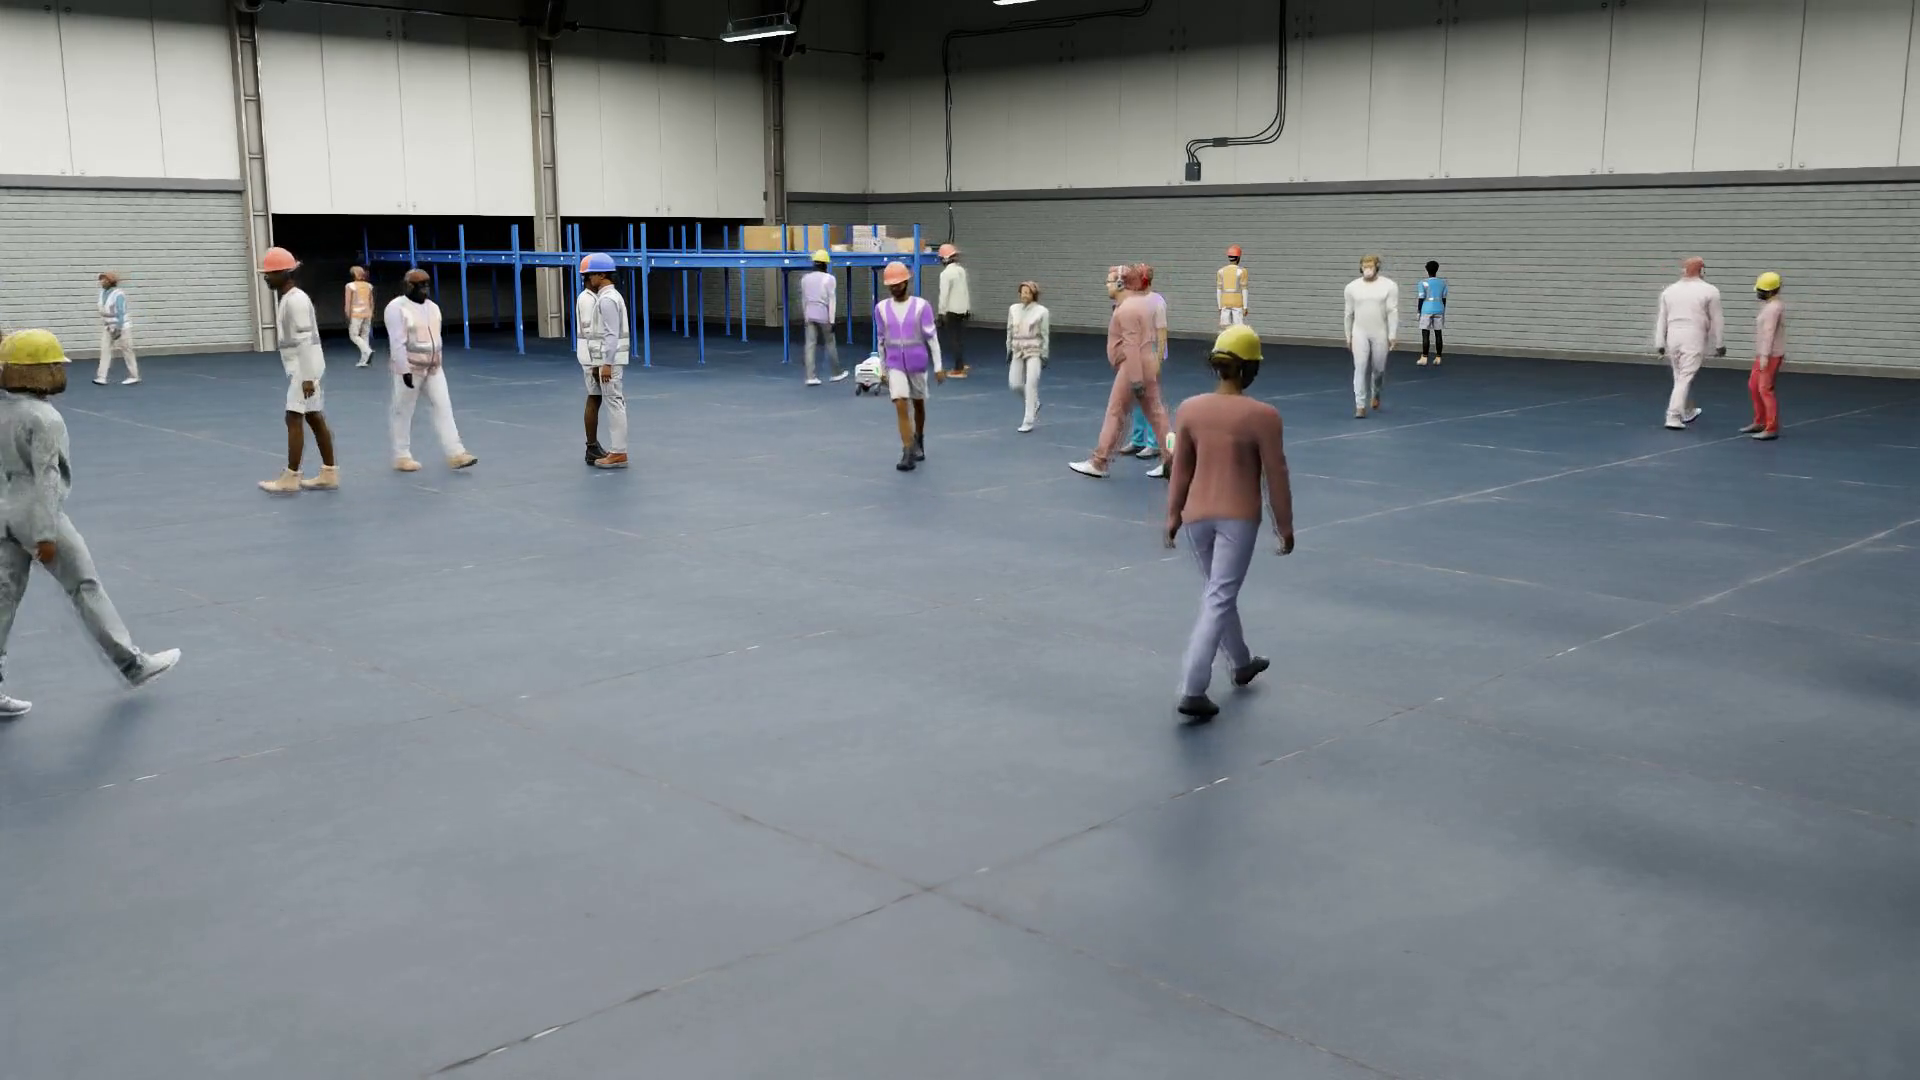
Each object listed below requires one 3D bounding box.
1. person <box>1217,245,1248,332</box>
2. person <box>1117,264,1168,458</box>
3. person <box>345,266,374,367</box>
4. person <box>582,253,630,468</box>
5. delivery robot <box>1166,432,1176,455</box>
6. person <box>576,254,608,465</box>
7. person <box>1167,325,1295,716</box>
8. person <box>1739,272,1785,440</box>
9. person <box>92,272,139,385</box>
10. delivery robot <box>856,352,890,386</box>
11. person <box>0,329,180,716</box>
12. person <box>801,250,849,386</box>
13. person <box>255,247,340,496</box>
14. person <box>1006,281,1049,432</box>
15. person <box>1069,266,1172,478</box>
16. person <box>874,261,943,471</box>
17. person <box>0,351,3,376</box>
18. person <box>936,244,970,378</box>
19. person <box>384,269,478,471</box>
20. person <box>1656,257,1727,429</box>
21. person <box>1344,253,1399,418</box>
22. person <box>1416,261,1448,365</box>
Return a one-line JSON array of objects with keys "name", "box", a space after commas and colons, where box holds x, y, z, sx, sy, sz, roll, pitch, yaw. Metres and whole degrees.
[{"name": "person", "box": [4.538, -3.911, 27.638, 0.545, 1.938, 0.360, 7, 12, 32]}, {"name": "person", "box": [1.776, -1.715, 15.916, 0.373, 1.840, 0.571, -5, 12, -26]}, {"name": "person", "box": [-9.578, -3.576, 26.665, 0.531, 1.630, 0.516, 7, 13, 34]}, {"name": "person", "box": [-3.234, -1.649, 15.273, 0.400, 1.945, 0.614, -2, 11, -9]}, {"name": "delivery robot", "box": [2.139, -0.808, 14.346, 0.707, 0.478, 0.477, 2, 11, 9]}, {"name": "person", "box": [-3.380, -1.681, 15.477, 0.354, 1.939, 0.544, -2, 11, -12]}, {"name": "person", "box": [1.218, -0.102, 7.475, 0.552, 1.715, 0.936, 9, 14, 40]}, {"name": "person", "box": [8.367, -1.909, 17.261, 0.398, 1.730, 0.603, 4, 11, 19]}, {"name": "person", "box": [-11.937, -2.966, 23.405, 0.532, 1.588, 0.801, 4, 11, 20]}, {"name": "delivery robot", "box": [-1.146, -2.282, 22.388, 0.477, 0.478, 0.707, 3, 11, 16]}, {"name": "person", "box": [-4.055, -0.088, 7.443, 0.505, 1.692, 0.924, 6, 12, 32]}, {"name": "person", "box": [-1.935, -3.166, 23.692, 0.616, 1.884, 0.926, 6, 12, 28]}, {"name": "person", "box": [-5.512, -1.375, 13.664, 0.744, 2.012, 0.640, -5, 12, -26]}, {"name": "person", "box": [0.761, -2.000, 18.050, 0.537, 1.622, 0.482, 7, 13, 35]}, {"name": "person", "box": [1.494, -1.462, 14.548, 0.972, 1.846, 0.655, 4, 11, 19]}, {"name": "person", "box": [-0.462, -1.630, 15.375, 0.627, 1.885, 0.975, 2, 11, 9]}, {"name": "person", "box": [-9.628, -1.772, 16.262, 0.660, 1.847, 0.317, -10, 14, -44]}, {"name": "person", "box": [-0.107, -3.417, 24.829, 0.534, 1.969, 0.651, 6, 12, 29]}, {"name": "person", "box": [-4.777, -1.506, 14.897, 0.914, 1.803, 0.632, 6, 12, 31]}, {"name": "person", "box": [8.080, -2.165, 18.324, 0.966, 1.858, 0.657, -7, 12, -33]}, {"name": "person", "box": [4.824, -2.419, 19.576, 0.631, 1.910, 0.775, 3, 11, 15]}, {"name": "person", "box": [7.716, -3.713, 27.218, 0.529, 1.694, 0.321, -2, 11, -13]}]
